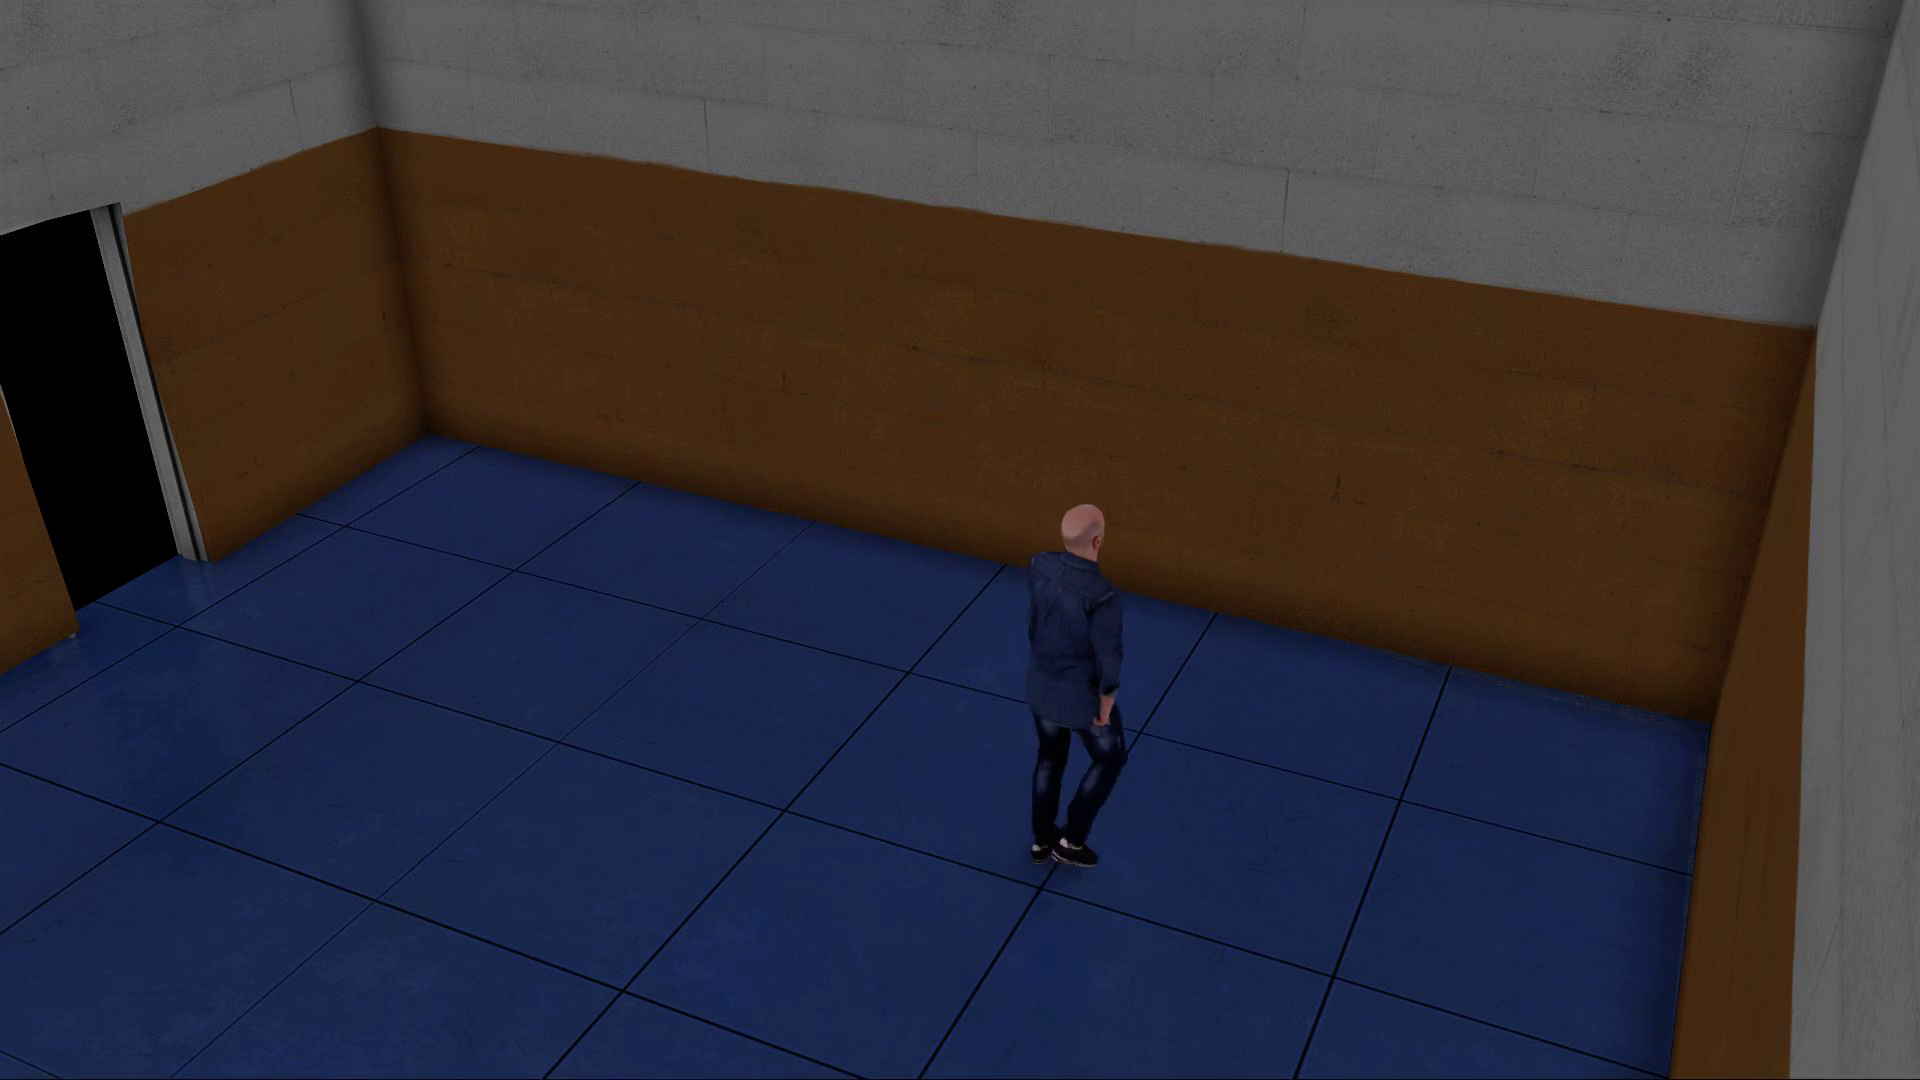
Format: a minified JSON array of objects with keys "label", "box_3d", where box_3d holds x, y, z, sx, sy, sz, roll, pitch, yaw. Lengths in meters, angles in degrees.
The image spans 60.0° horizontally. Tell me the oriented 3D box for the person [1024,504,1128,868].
[{"label":"person","box_3d":[0.436,0.701,7.206,0.698,1.811,0.857,22,35,34]}]
